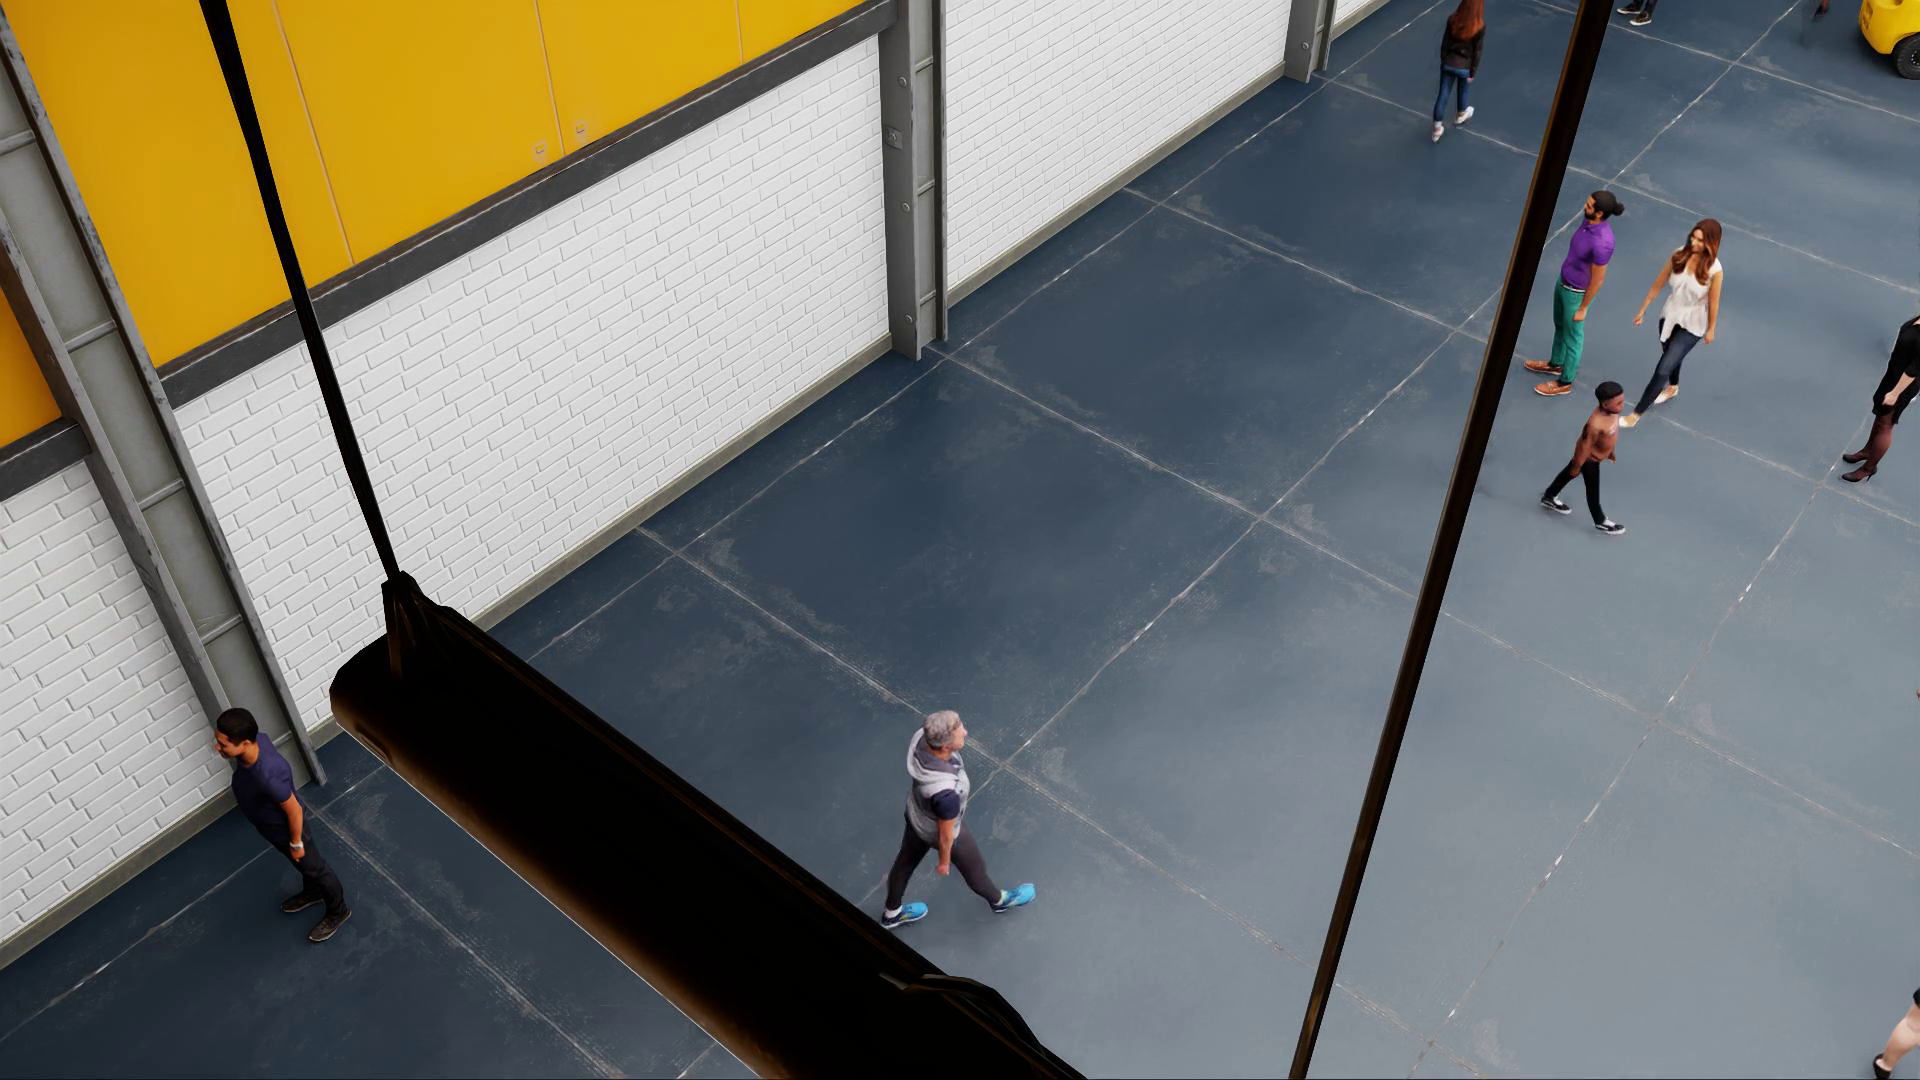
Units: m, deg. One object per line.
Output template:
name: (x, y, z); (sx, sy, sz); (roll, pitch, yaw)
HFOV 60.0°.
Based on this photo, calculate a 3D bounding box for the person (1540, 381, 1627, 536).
person: (4.393, -0.633, 11.752); (0.616, 1.225, 0.798); (26, 50, 25)

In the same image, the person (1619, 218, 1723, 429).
person: (5.459, -1.651, 12.448); (1.162, 1.739, 0.862); (-23, 48, -23)

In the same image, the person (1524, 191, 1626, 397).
person: (4.722, -1.901, 12.690); (0.761, 1.767, 0.677); (1, 44, 1)

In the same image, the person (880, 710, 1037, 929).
person: (-0.224, 1.575, 9.031); (1.253, 1.780, 1.065); (-15, 46, -15)

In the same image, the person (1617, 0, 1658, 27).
person: (7.281, -6.133, 17.350); (0.682, 1.466, 0.637); (-7, 44, -8)

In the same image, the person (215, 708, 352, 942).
person: (-3.696, 1.522, 9.078); (0.651, 1.793, 0.538); (34, 53, 30)

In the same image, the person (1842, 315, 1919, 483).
person: (6.744, -1.128, 11.922); (0.695, 1.706, 0.524); (18, 46, 18)

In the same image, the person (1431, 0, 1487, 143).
person: (4.627, -4.416, 15.552); (0.656, 1.460, 0.890); (21, 47, 21)
